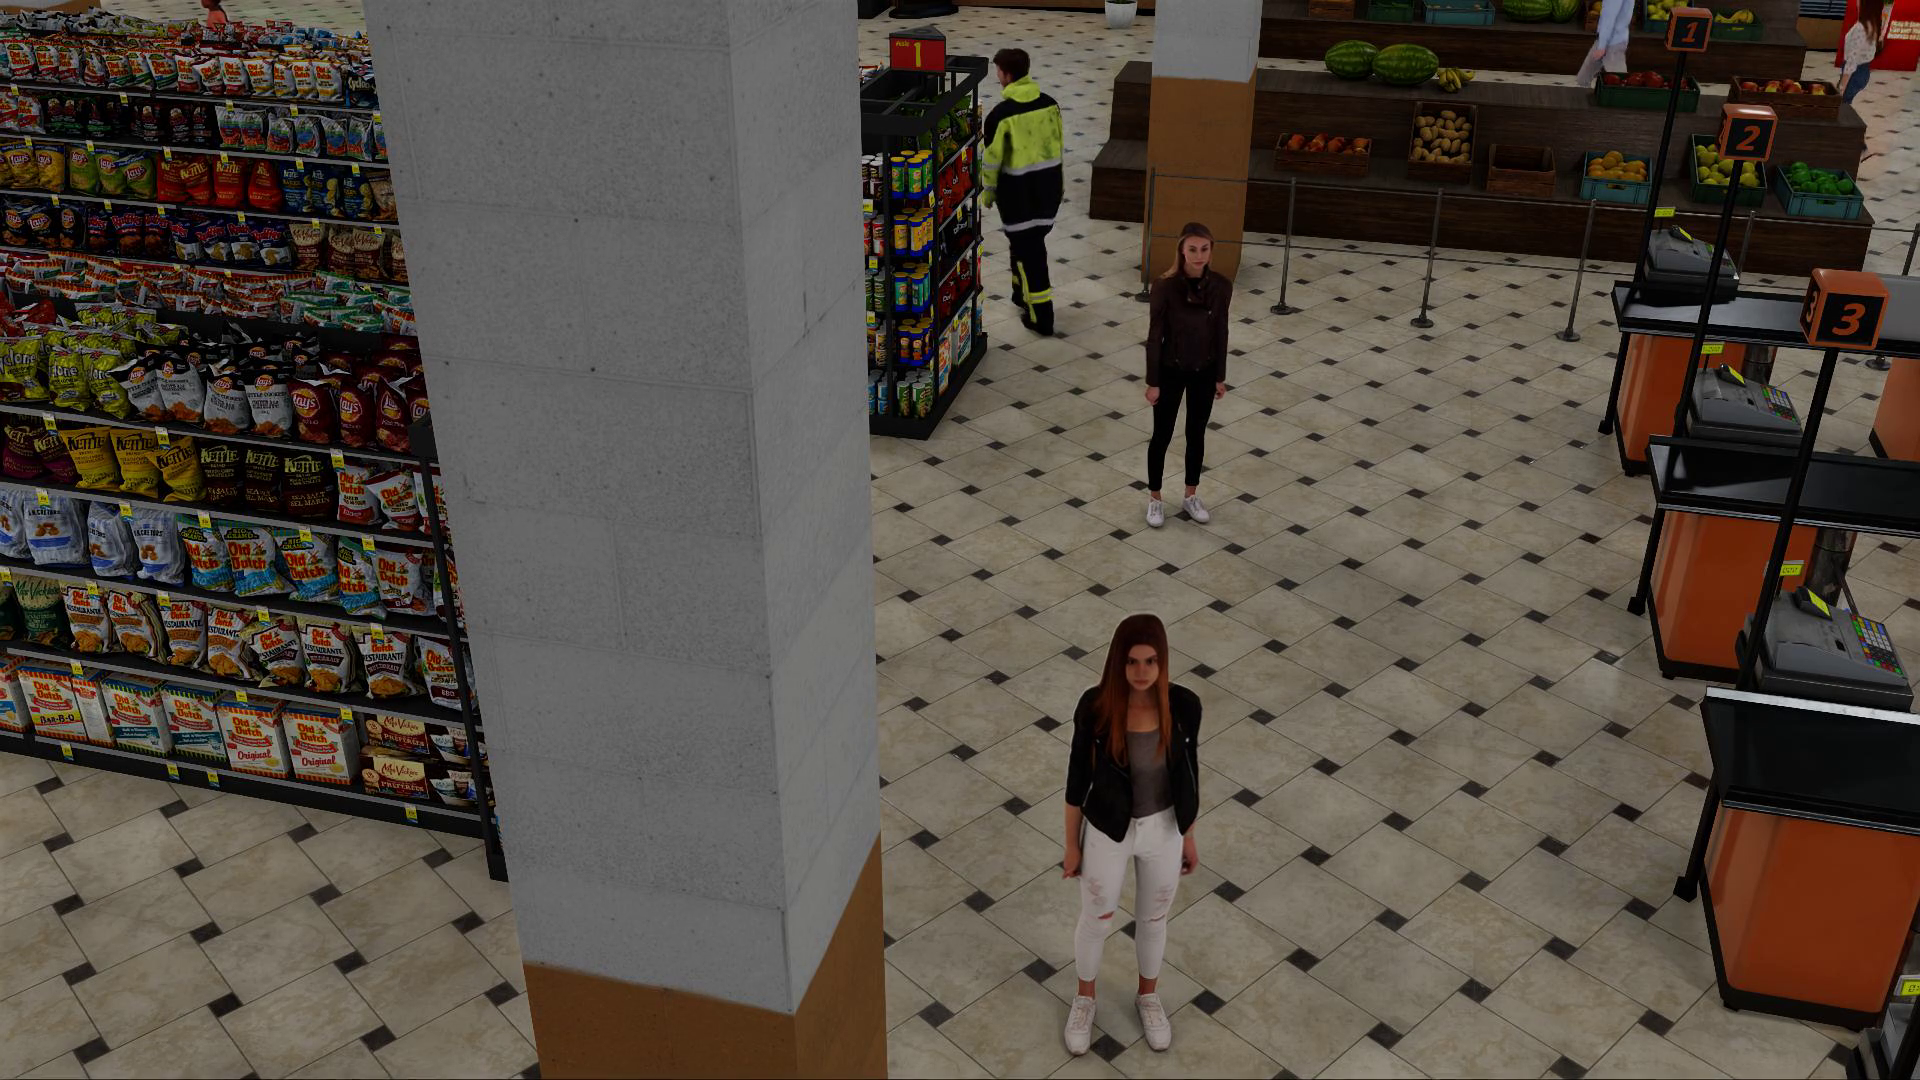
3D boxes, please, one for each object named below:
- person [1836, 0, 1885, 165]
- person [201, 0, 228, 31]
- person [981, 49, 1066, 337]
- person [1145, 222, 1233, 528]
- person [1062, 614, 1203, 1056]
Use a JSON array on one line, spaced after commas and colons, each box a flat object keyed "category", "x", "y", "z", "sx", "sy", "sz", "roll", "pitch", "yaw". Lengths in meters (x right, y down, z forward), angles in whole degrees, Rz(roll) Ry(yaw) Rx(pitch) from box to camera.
[{"category": "person", "x": 8.005, "y": -4.050, "z": 14.744, "sx": 0.758, "sy": 1.712, "sz": 0.839, "roll": -24, "pitch": 37, "yaw": -37}, {"category": "person", "x": -7.381, "y": -4.881, "z": 16.685, "sx": 0.563, "sy": 1.310, "sz": 0.556, "roll": -4, "pitch": 29, "yaw": -7}, {"category": "person", "x": 0.499, "y": -2.328, "z": 11.348, "sx": 1.011, "sy": 1.943, "sz": 1.079, "roll": -19, "pitch": 34, "yaw": -30}, {"category": "person", "x": 1.215, "y": -0.892, "z": 8.969, "sx": 0.590, "sy": 1.704, "sz": 0.733, "roll": -5, "pitch": 29, "yaw": -9}, {"category": "person", "x": 0.574, "y": 0.981, "z": 5.539, "sx": 0.566, "sy": 1.703, "sz": 0.731, "roll": -2, "pitch": 29, "yaw": -3}]
